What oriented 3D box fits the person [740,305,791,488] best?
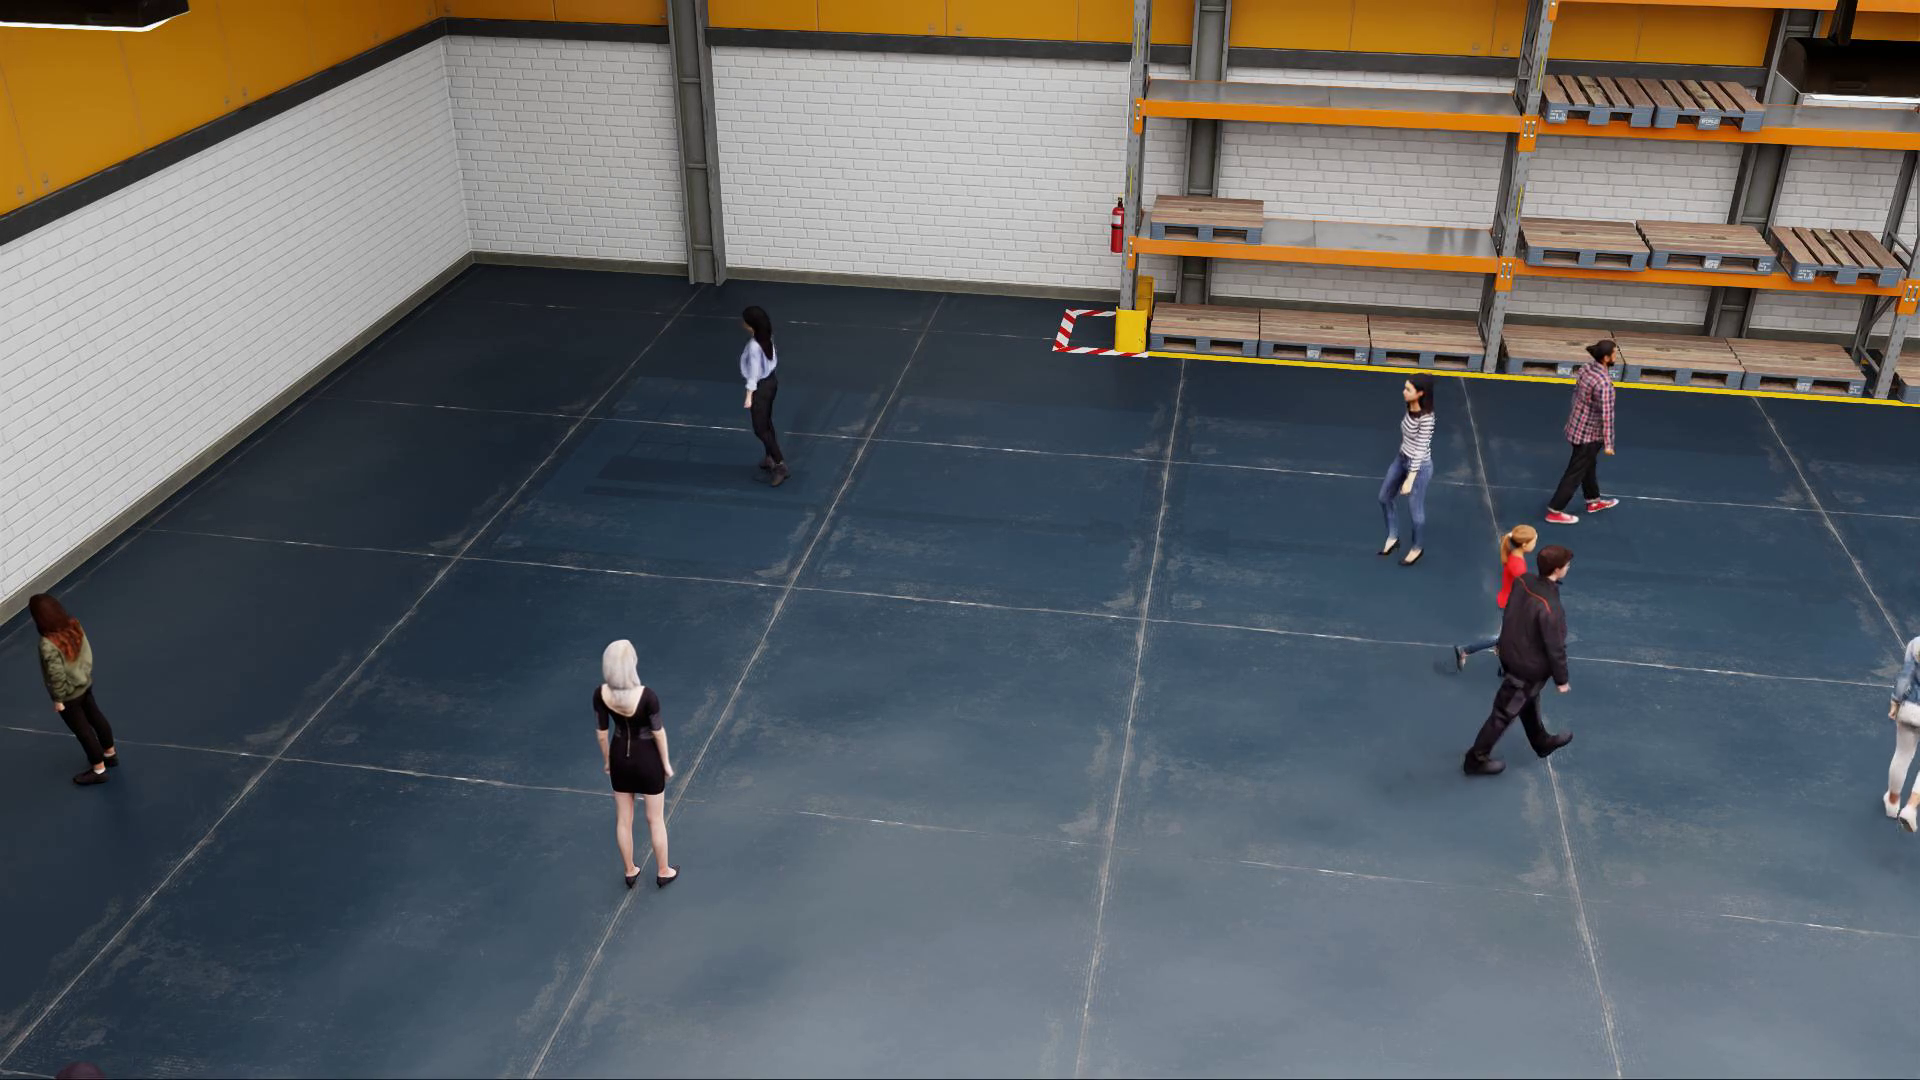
[{"bbox_3d":[-1.838,-1.383,15.537,0.662,1.738,0.725,10,30,18],"label":"person"}]

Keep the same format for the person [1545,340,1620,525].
[{"bbox_3d":[5.478,-0.945,14.730,1.020,1.741,0.832,-1,29,-2],"label":"person"}]

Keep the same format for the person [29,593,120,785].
[{"bbox_3d":[-6.103,1.003,11.437,0.546,1.475,0.610,0,29,0],"label":"person"}]

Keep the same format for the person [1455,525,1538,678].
[{"bbox_3d":[4.086,0.484,12.578,0.789,1.294,0.520,8,30,14],"label":"person"}]

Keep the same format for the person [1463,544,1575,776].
[{"bbox_3d":[3.766,0.861,11.359,1.168,1.798,0.940,-3,29,-6],"label":"person"}]

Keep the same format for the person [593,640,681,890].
[{"bbox_3d":[-2.016,1.401,10.338,0.437,1.830,0.650,4,29,7],"label":"person"}]

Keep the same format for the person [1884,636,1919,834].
[{"bbox_3d":[6.327,1.186,10.873,0.886,1.694,0.869,17,33,29],"label":"person"}]

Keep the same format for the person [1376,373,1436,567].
[{"bbox_3d":[3.899,-0.571,14.004,0.775,1.780,0.726,-7,29,-12],"label":"person"}]
